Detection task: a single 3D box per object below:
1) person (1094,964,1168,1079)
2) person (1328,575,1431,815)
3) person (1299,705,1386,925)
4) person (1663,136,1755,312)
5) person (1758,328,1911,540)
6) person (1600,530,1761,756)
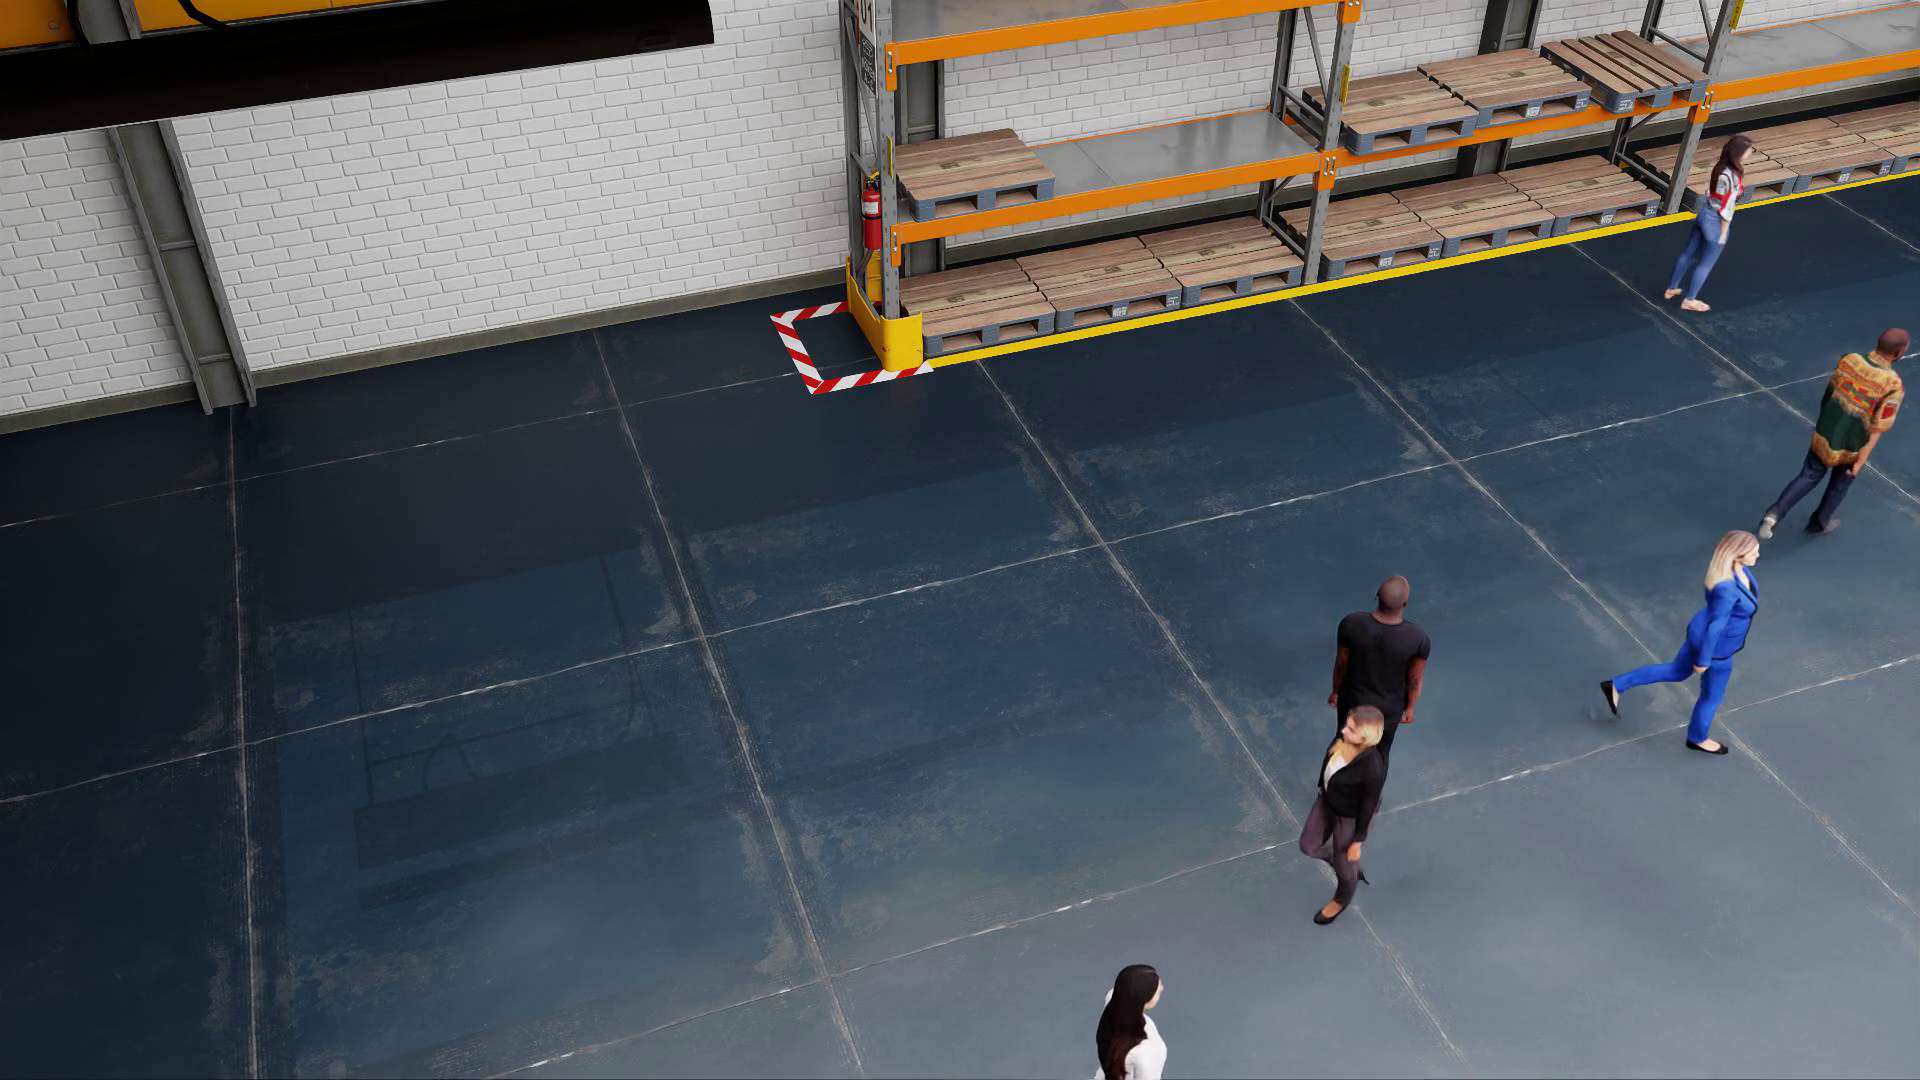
[{"bbox_3d":[0.675,2.572,7.581,0.848,1.797,0.666,-9,40,-11],"label":"person"},{"bbox_3d":[2.379,0.931,9.619,0.723,1.820,0.807,13,40,15],"label":"person"},{"bbox_3d":[2.171,1.492,9.043,0.641,1.660,0.604,-12,40,-14],"label":"person"},{"bbox_3d":[6.493,-2.766,14.416,0.686,1.610,0.689,-5,39,-6],"label":"person"},{"bbox_3d":[6.125,-0.684,11.671,1.078,1.781,0.782,-20,43,-23],"label":"person"},{"bbox_3d":[4.460,0.610,10.135,1.141,1.676,1.052,14,41,17],"label":"person"}]
